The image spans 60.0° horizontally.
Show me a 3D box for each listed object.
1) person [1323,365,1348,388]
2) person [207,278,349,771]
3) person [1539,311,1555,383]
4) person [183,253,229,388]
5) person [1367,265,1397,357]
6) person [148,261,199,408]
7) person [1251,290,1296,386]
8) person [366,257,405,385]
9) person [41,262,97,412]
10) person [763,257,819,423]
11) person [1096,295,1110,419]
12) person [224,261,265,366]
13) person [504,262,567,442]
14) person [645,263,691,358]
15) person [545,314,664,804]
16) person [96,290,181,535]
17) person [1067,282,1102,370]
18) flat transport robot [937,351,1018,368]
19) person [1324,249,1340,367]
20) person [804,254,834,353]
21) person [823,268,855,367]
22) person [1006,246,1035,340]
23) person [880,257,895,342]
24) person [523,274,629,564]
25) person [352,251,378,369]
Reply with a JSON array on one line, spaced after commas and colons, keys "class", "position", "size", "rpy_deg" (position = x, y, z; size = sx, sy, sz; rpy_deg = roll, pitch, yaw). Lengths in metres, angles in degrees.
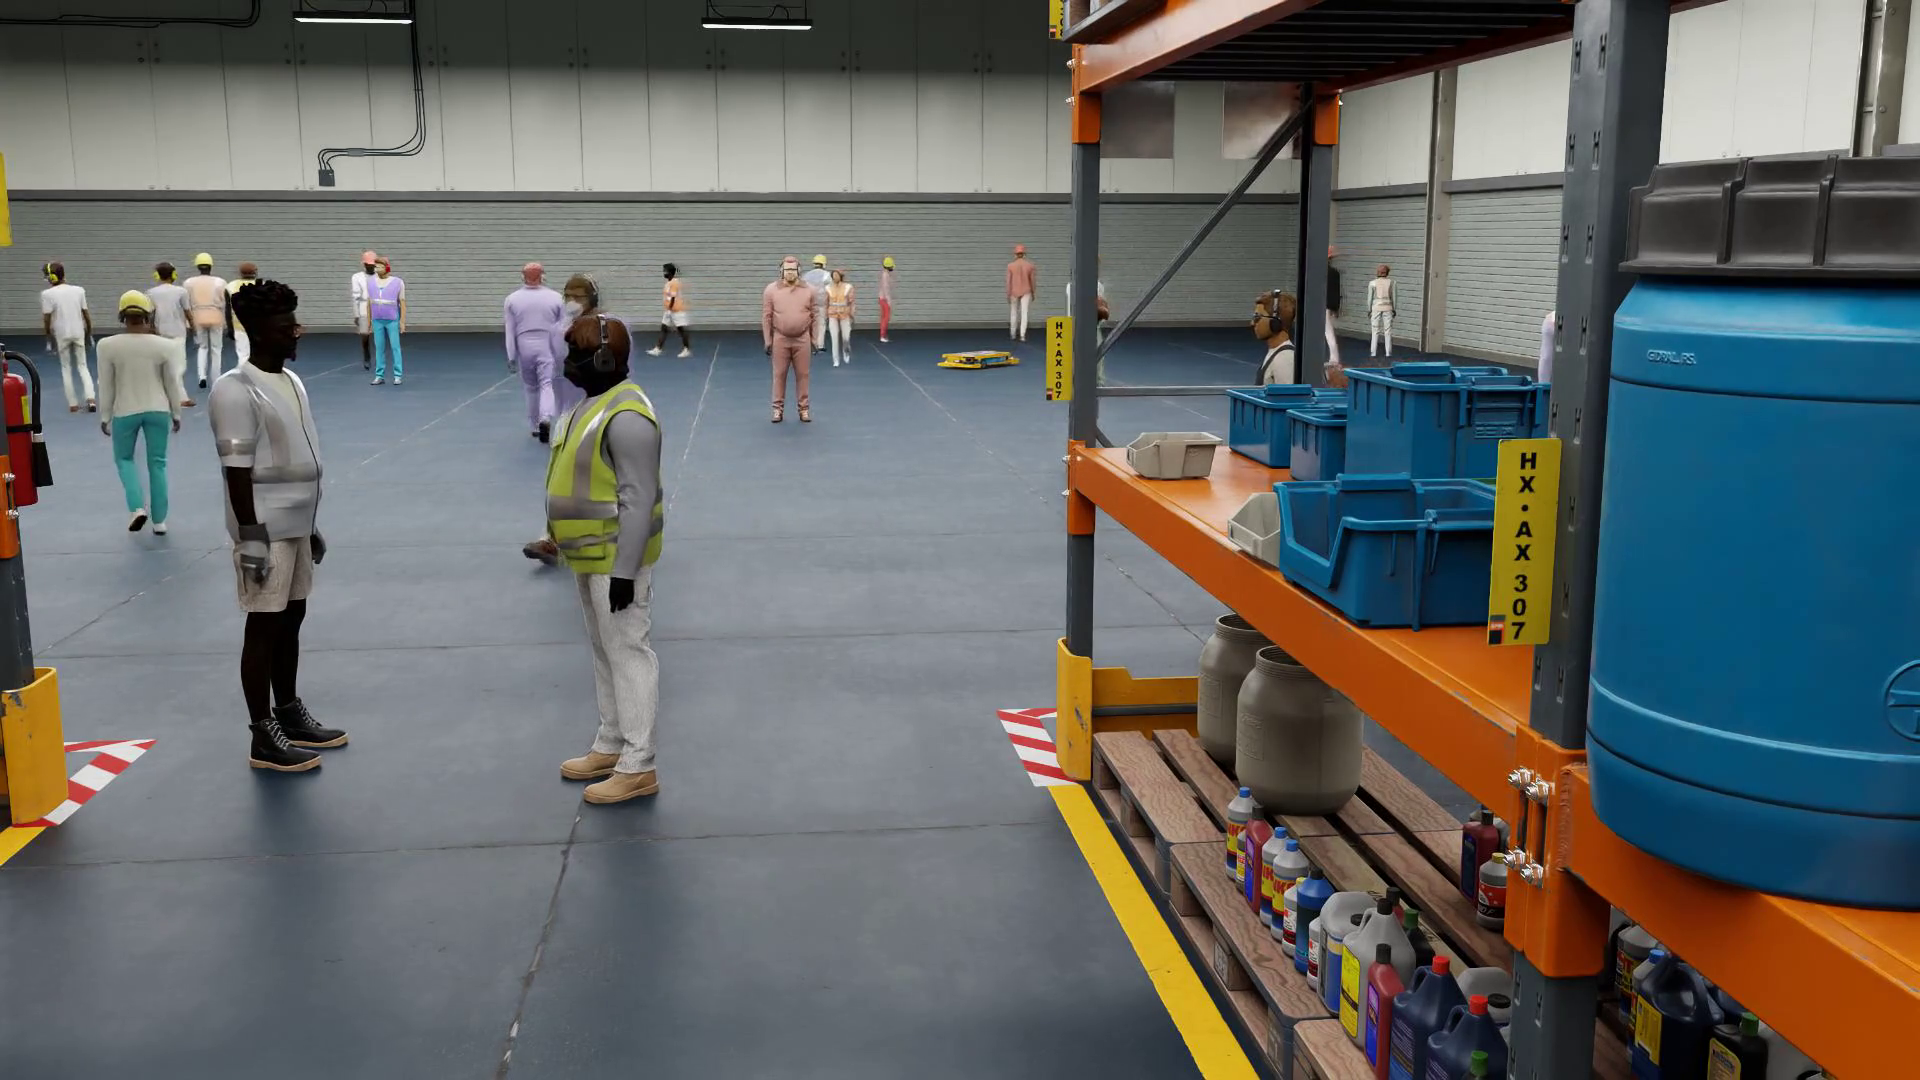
[{"class": "person", "position": [1.672, 0.001, 7.428], "size": [0.896, 1.577, 0.602], "rpy_deg": [4, 11, 19]}, {"class": "person", "position": [-2.759, -0.064, 6.729], "size": [0.368, 1.966, 0.603], "rpy_deg": [0, 10, 1]}, {"class": "person", "position": [4.891, -1.180, 13.205], "size": [0.619, 1.839, 0.430], "rpy_deg": [1, 10, 4]}, {"class": "person", "position": [-10.478, -3.041, 23.217], "size": [0.588, 1.912, 0.417], "rpy_deg": [-1, 10, -8]}, {"class": "person", "position": [7.487, -4.053, 29.500], "size": [0.513, 1.638, 0.313], "rpy_deg": [3, 11, 15]}, {"class": "person", "position": [-9.735, -2.509, 20.496], "size": [0.530, 1.836, 0.802], "rpy_deg": [1, 10, 6]}, {"class": "person", "position": [1.732, -0.440, 9.118], "size": [0.349, 1.846, 0.506], "rpy_deg": [2, 10, 9]}, {"class": "person", "position": [-8.283, -3.155, 24.027], "size": [0.563, 1.838, 0.388], "rpy_deg": [0, 10, 1]}, {"class": "person", "position": [-10.808, -2.442, 20.176], "size": [0.572, 1.836, 0.550], "rpy_deg": [-9, 14, -41]}, {"class": "person", "position": [-1.942, -2.302, 19.164], "size": [0.652, 1.904, 0.403], "rpy_deg": [-2, 10, -9]}, {"class": "person", "position": [1.195, -1.434, 15.224], "size": [0.307, 1.613, 0.599], "rpy_deg": [3, 11, 15]}, {"class": "person", "position": [-9.579, -2.856, 22.463], "size": [0.617, 1.815, 0.851], "rpy_deg": [-4, 11, -20]}, {"class": "person", "position": [-4.437, -1.974, 17.472], "size": [0.644, 1.880, 0.924], "rpy_deg": [-1, 10, -7]}, {"class": "person", "position": [-5.153, -4.037, 29.324], "size": [0.838, 1.652, 0.546], "rpy_deg": [-5, 12, -27]}, {"class": "person", "position": [-1.349, 0.069, 6.338], "size": [0.429, 1.845, 0.621], "rpy_deg": [-5, 11, -25]}, {"class": "person", "position": [-5.864, -0.904, 11.920], "size": [0.545, 1.750, 0.399], "rpy_deg": [-7, 12, -33]}, {"class": "person", "position": [1.723, -2.993, 23.181], "size": [0.597, 1.822, 1.000], "rpy_deg": [-5, 11, -25]}, {"class": "flat transport robot", "position": [0.303, -2.970, 27.308], "size": [0.652, 0.197, 1.431], "rpy_deg": [7, 12, 34]}, {"class": "person", "position": [5.893, -3.820, 27.332], "size": [0.977, 1.947, 0.632], "rpy_deg": [9, 14, 42]}, {"class": "person", "position": [-2.544, -4.365, 30.761], "size": [0.595, 1.806, 0.723], "rpy_deg": [4, 11, 22]}, {"class": "person", "position": [-1.997, -3.667, 27.419], "size": [0.533, 1.620, 0.372], "rpy_deg": [0, 10, 0]}, {"class": "person", "position": [1.259, -5.136, 34.591], "size": [0.619, 1.936, 1.029], "rpy_deg": [0, 10, 1]}, {"class": "person", "position": [-1.459, -4.885, 33.839], "size": [0.335, 1.718, 0.683], "rpy_deg": [1, 10, 4]}, {"class": "person", "position": [-2.479, -0.791, 10.937], "size": [0.646, 1.882, 0.988], "rpy_deg": [4, 11, 20]}, {"class": "person", "position": [-9.197, -3.559, 26.016], "size": [0.547, 1.916, 0.576], "rpy_deg": [-5, 11, -24]}]
